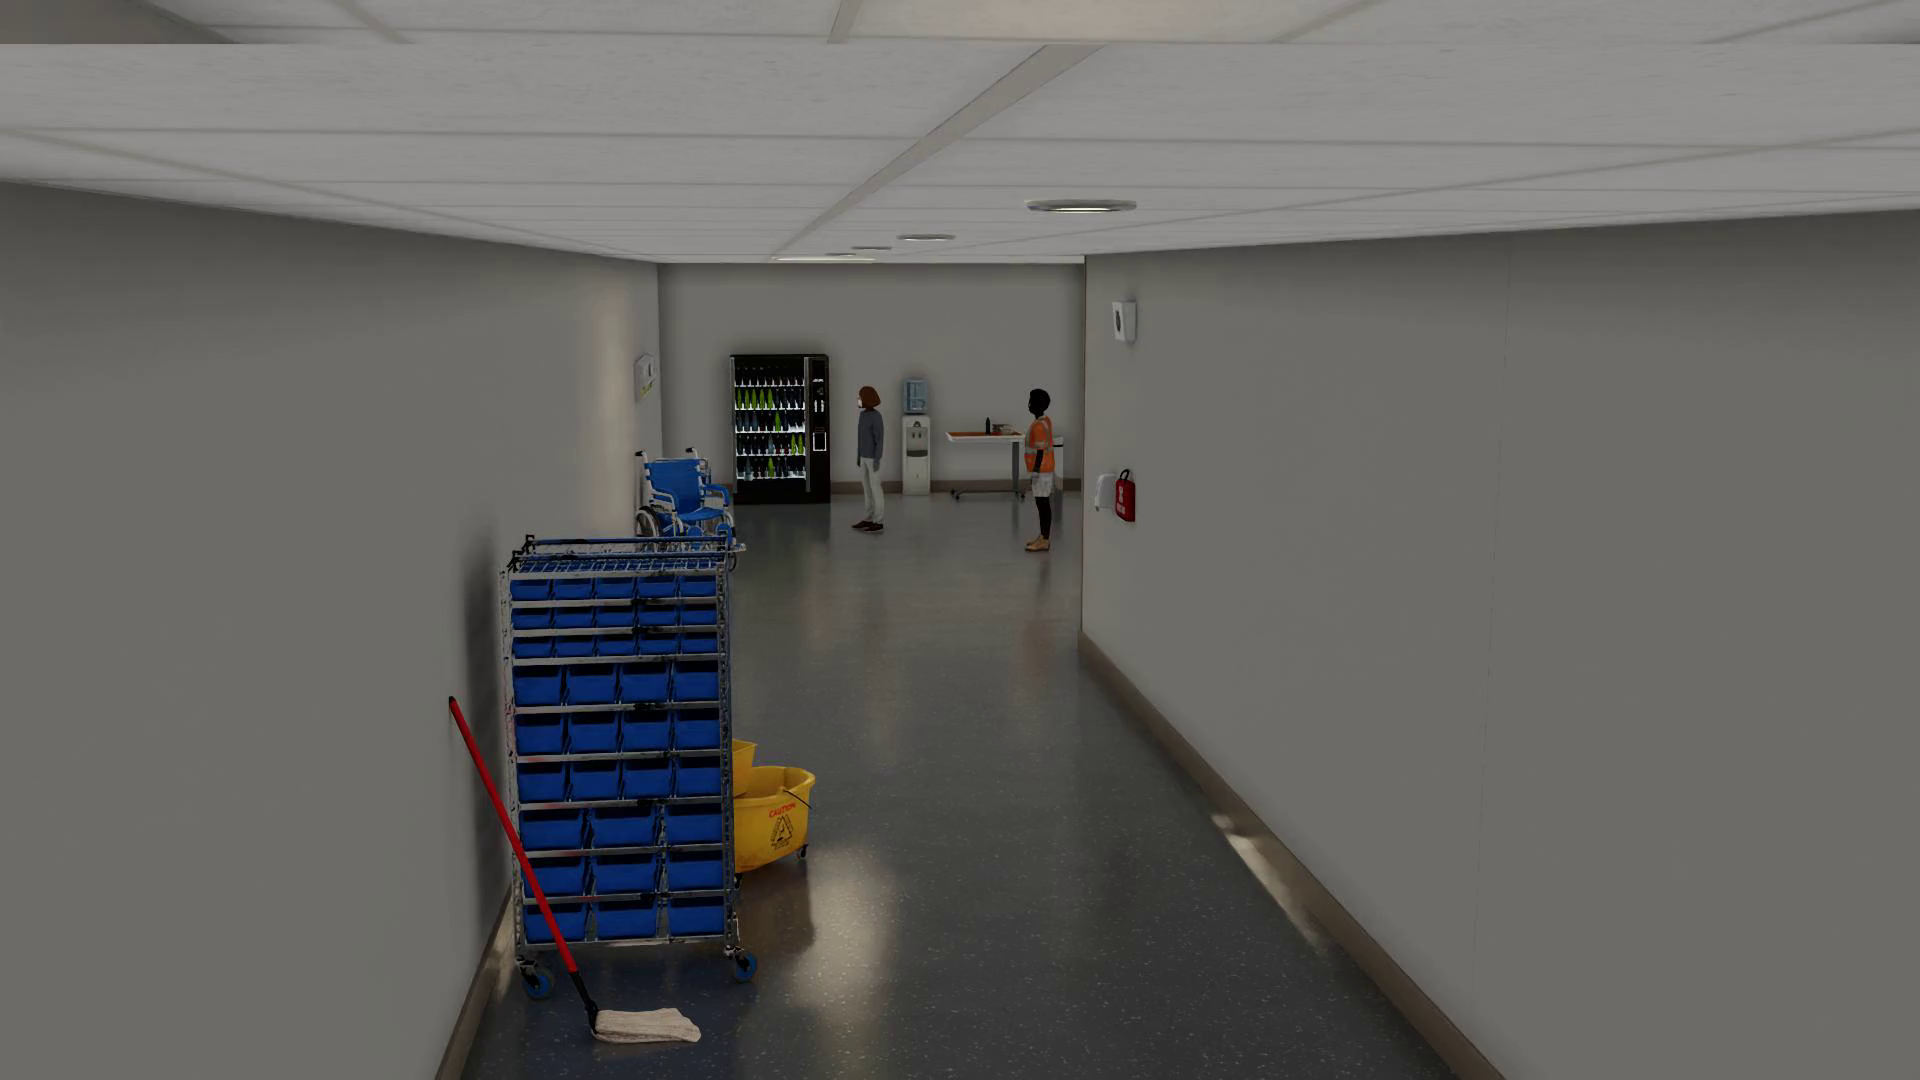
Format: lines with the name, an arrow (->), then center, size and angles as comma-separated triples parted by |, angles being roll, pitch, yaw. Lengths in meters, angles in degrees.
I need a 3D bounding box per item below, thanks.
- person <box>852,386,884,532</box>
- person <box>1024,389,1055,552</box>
person -> -1.020, -0.910, 18.665 | 0.281, 1.634, 0.498 | -5, 10, -28
person -> 0.827, -0.727, 17.328 | 0.320, 1.698, 0.531 | 1, 9, 9
